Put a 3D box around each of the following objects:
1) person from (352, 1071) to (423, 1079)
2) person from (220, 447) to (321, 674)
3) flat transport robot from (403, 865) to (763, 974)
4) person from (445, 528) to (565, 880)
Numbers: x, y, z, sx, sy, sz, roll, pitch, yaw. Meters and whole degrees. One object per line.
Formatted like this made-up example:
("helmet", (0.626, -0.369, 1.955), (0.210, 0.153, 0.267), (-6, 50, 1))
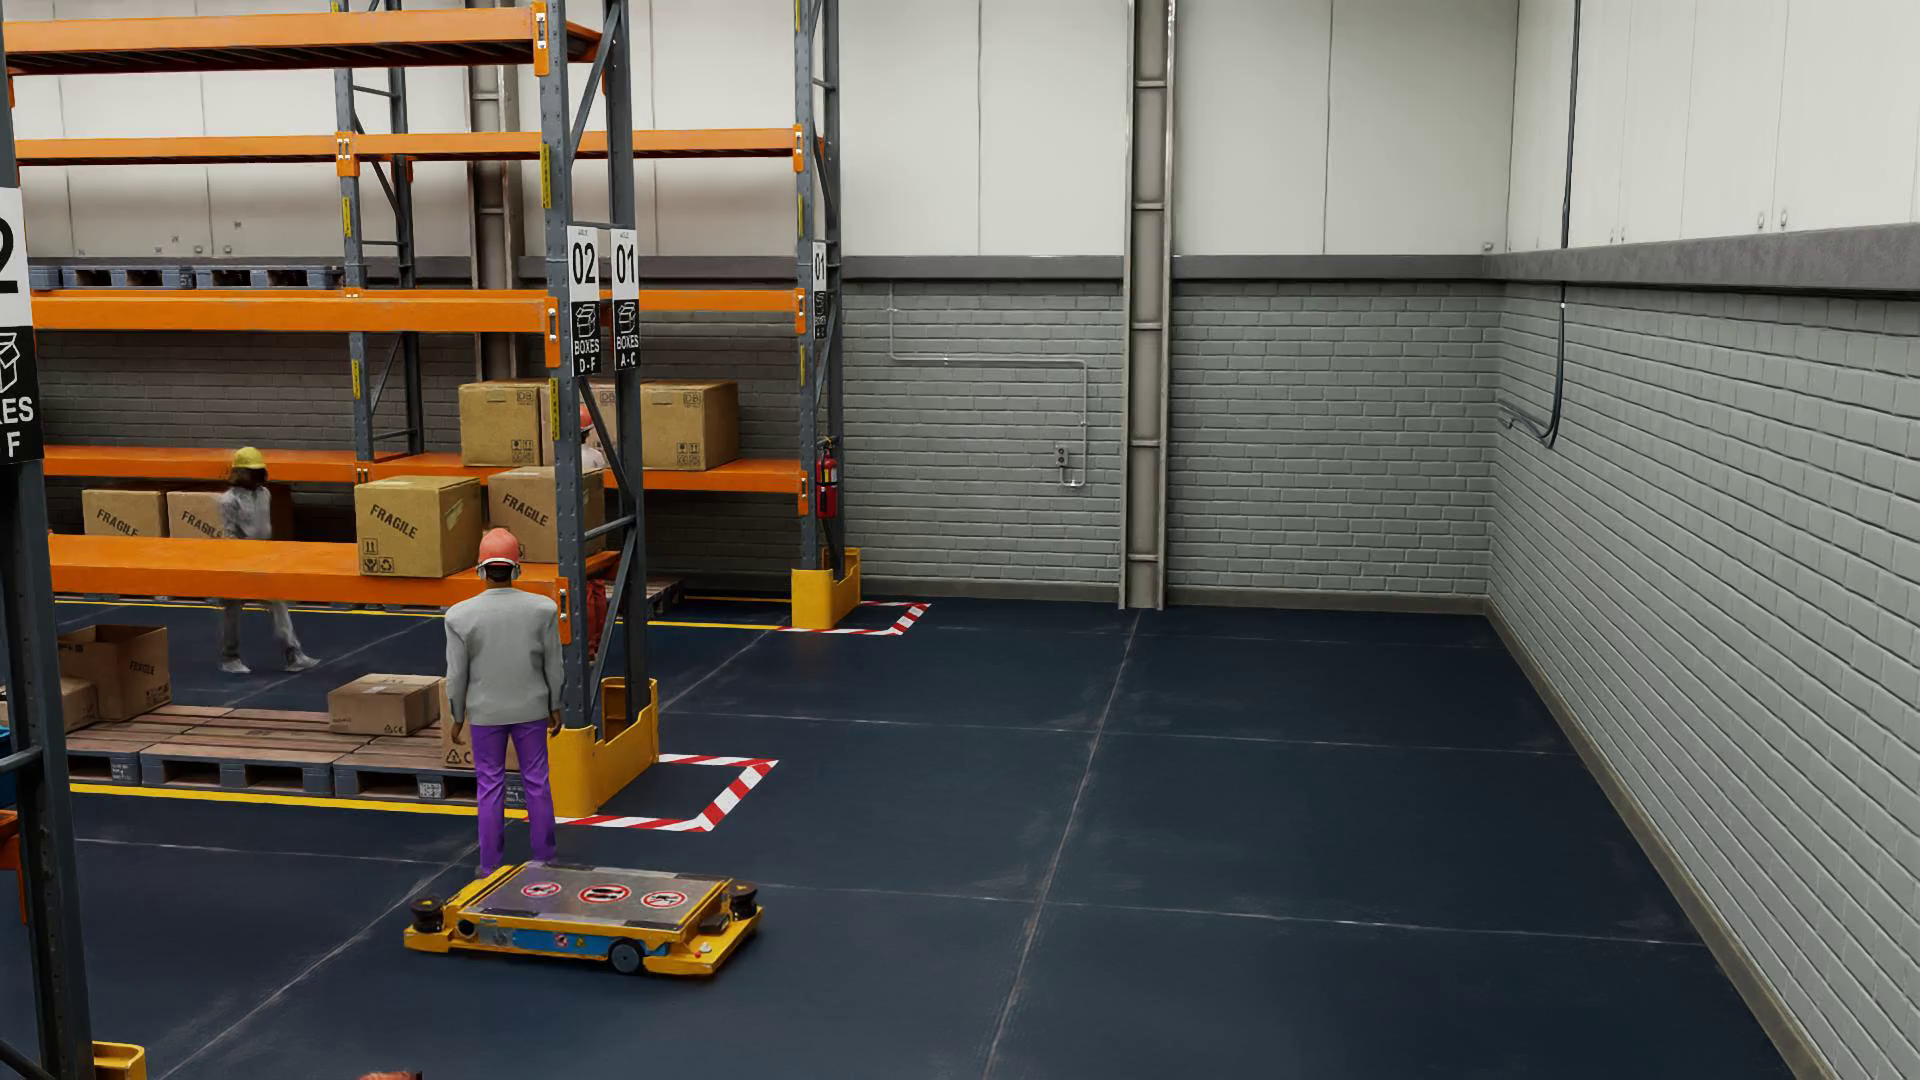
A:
("person", (-0.861, 1.677, 2.503), (0.601, 1.838, 0.952), (-7, 11, -37))
("person", (-5.170, 0.170, 12.270), (0.859, 1.703, 0.504), (4, 10, 22))
("flat transport robot", (-1.666, 1.666, 7.422), (1.431, 0.197, 0.652), (2, 9, 12))
("person", (-2.217, 0.813, 8.125), (0.562, 1.753, 0.327), (-4, 10, -21))
